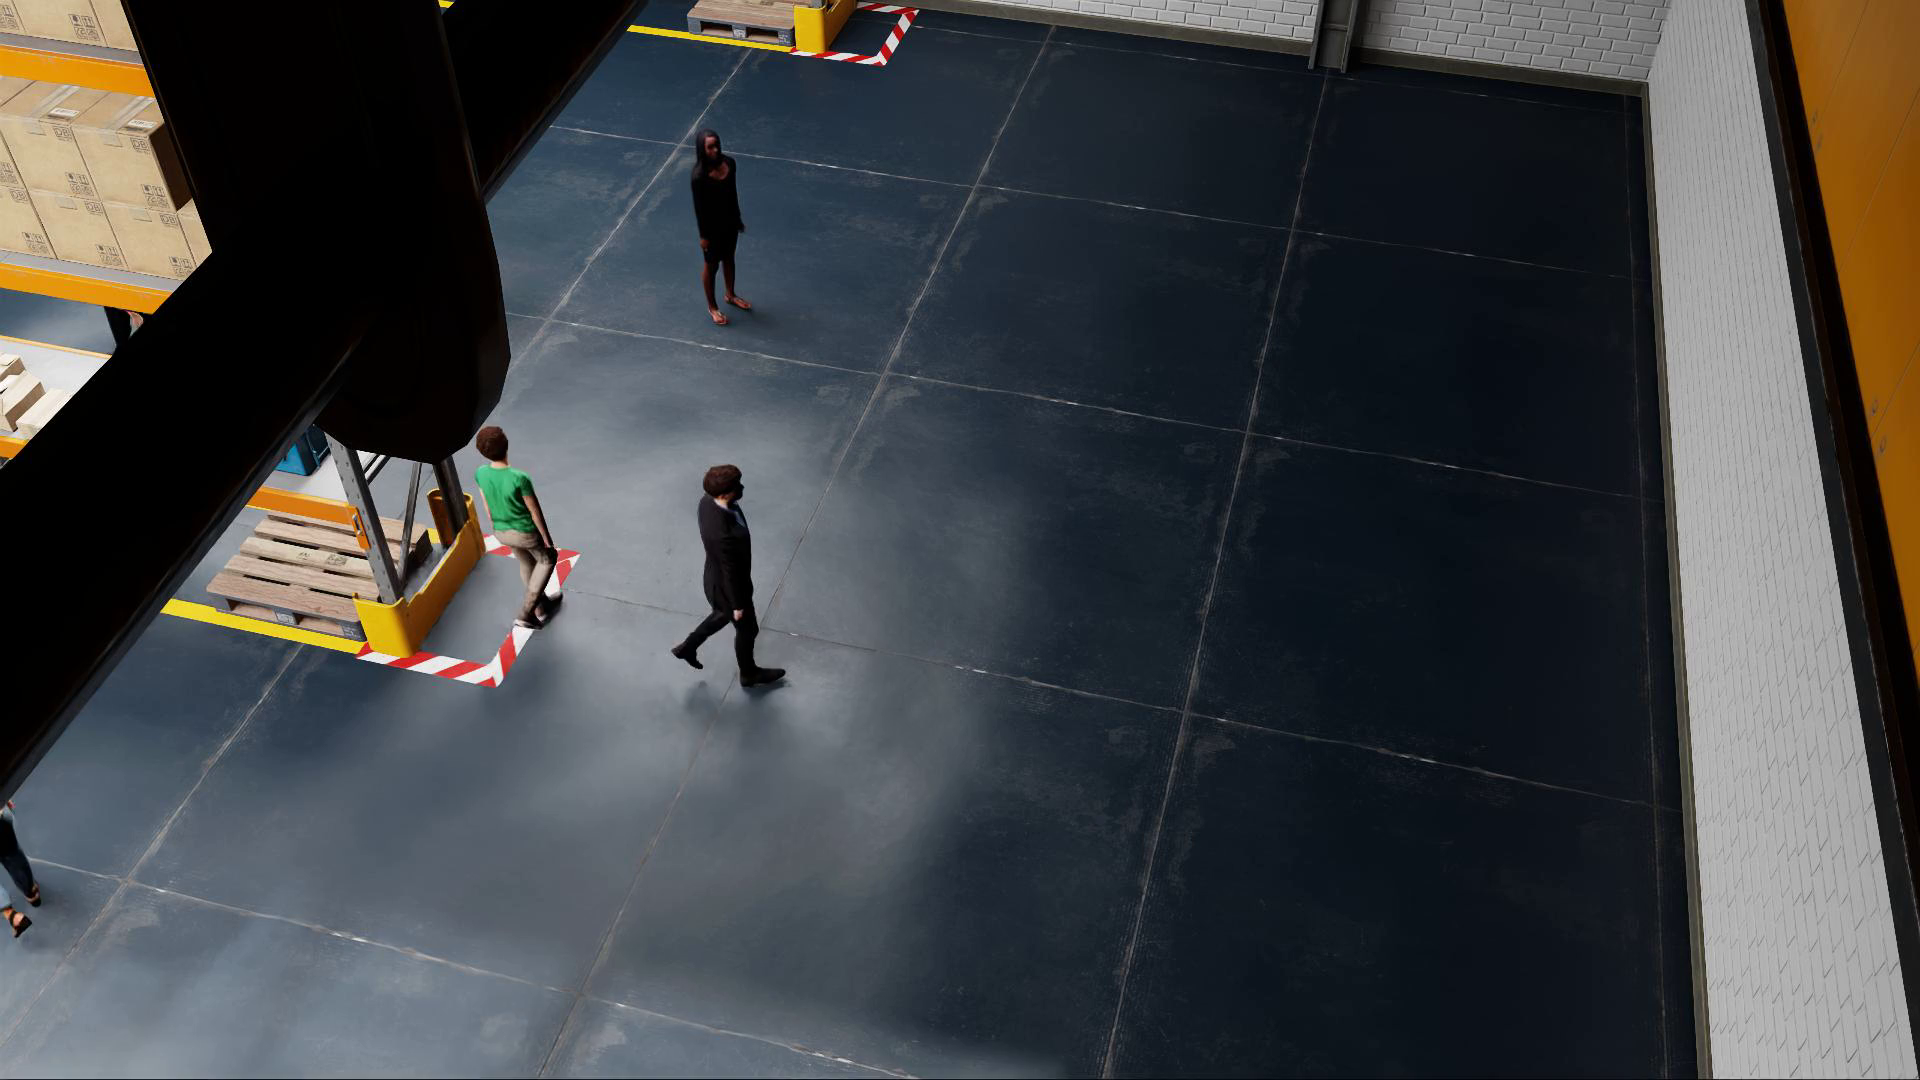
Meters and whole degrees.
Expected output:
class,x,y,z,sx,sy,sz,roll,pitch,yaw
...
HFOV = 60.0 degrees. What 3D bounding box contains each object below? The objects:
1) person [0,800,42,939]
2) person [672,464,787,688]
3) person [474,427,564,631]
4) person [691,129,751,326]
class,x,y,z,sx,sy,sz,roll,pitch,yaw
person,-5.519,1.635,9.347,0.830,1.671,0.910,-31,52,-28
person,-1.554,0.272,10.631,1.095,1.874,0.957,-8,44,-9
person,-2.985,-0.007,11.101,0.748,1.629,0.705,17,46,17
person,-1.999,-2.611,13.770,0.661,1.719,0.684,31,52,28
